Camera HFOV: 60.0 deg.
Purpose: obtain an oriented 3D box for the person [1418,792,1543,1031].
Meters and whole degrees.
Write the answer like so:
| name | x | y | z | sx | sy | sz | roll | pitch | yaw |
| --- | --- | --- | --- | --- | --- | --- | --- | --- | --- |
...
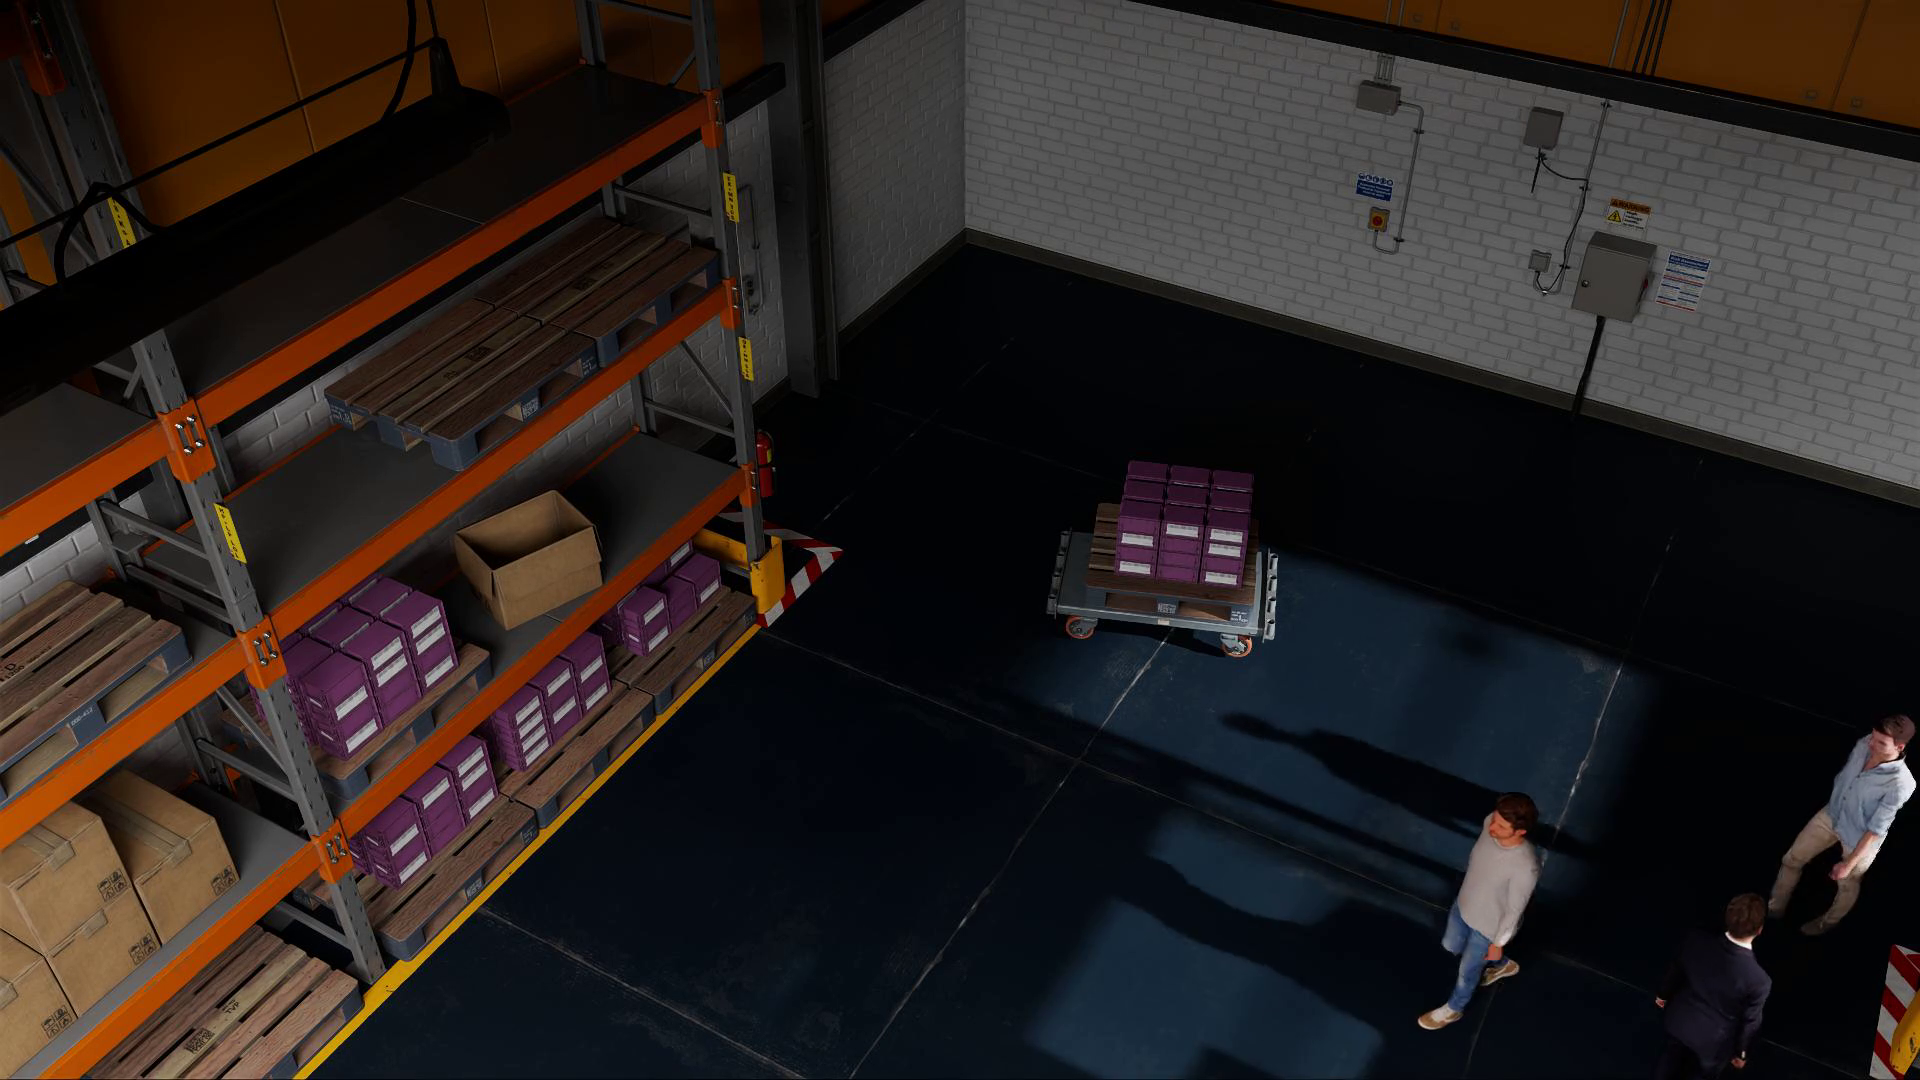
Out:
| name | x | y | z | sx | sy | sz | roll | pitch | yaw |
| --- | --- | --- | --- | --- | --- | --- | --- | --- | --- |
| person | 2.989 | 2.050 | 9.181 | 0.997 | 1.888 | 0.939 | -9 | 39 | -11 |

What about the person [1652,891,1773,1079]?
| name | x | y | z | sx | sy | sz | roll | pitch | yaw |
| --- | --- | --- | --- | --- | --- | --- | --- | --- | --- |
| person | 3.833 | 2.524 | 8.657 | 1.023 | 1.801 | 0.912 | -22 | 44 | -25 |

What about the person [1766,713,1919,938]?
| name | x | y | z | sx | sy | sz | roll | pitch | yaw |
| --- | --- | --- | --- | --- | --- | --- | --- | --- | --- |
| person | 5.278 | 1.684 | 9.688 | 0.980 | 1.827 | 0.933 | -8 | 39 | -10 |
